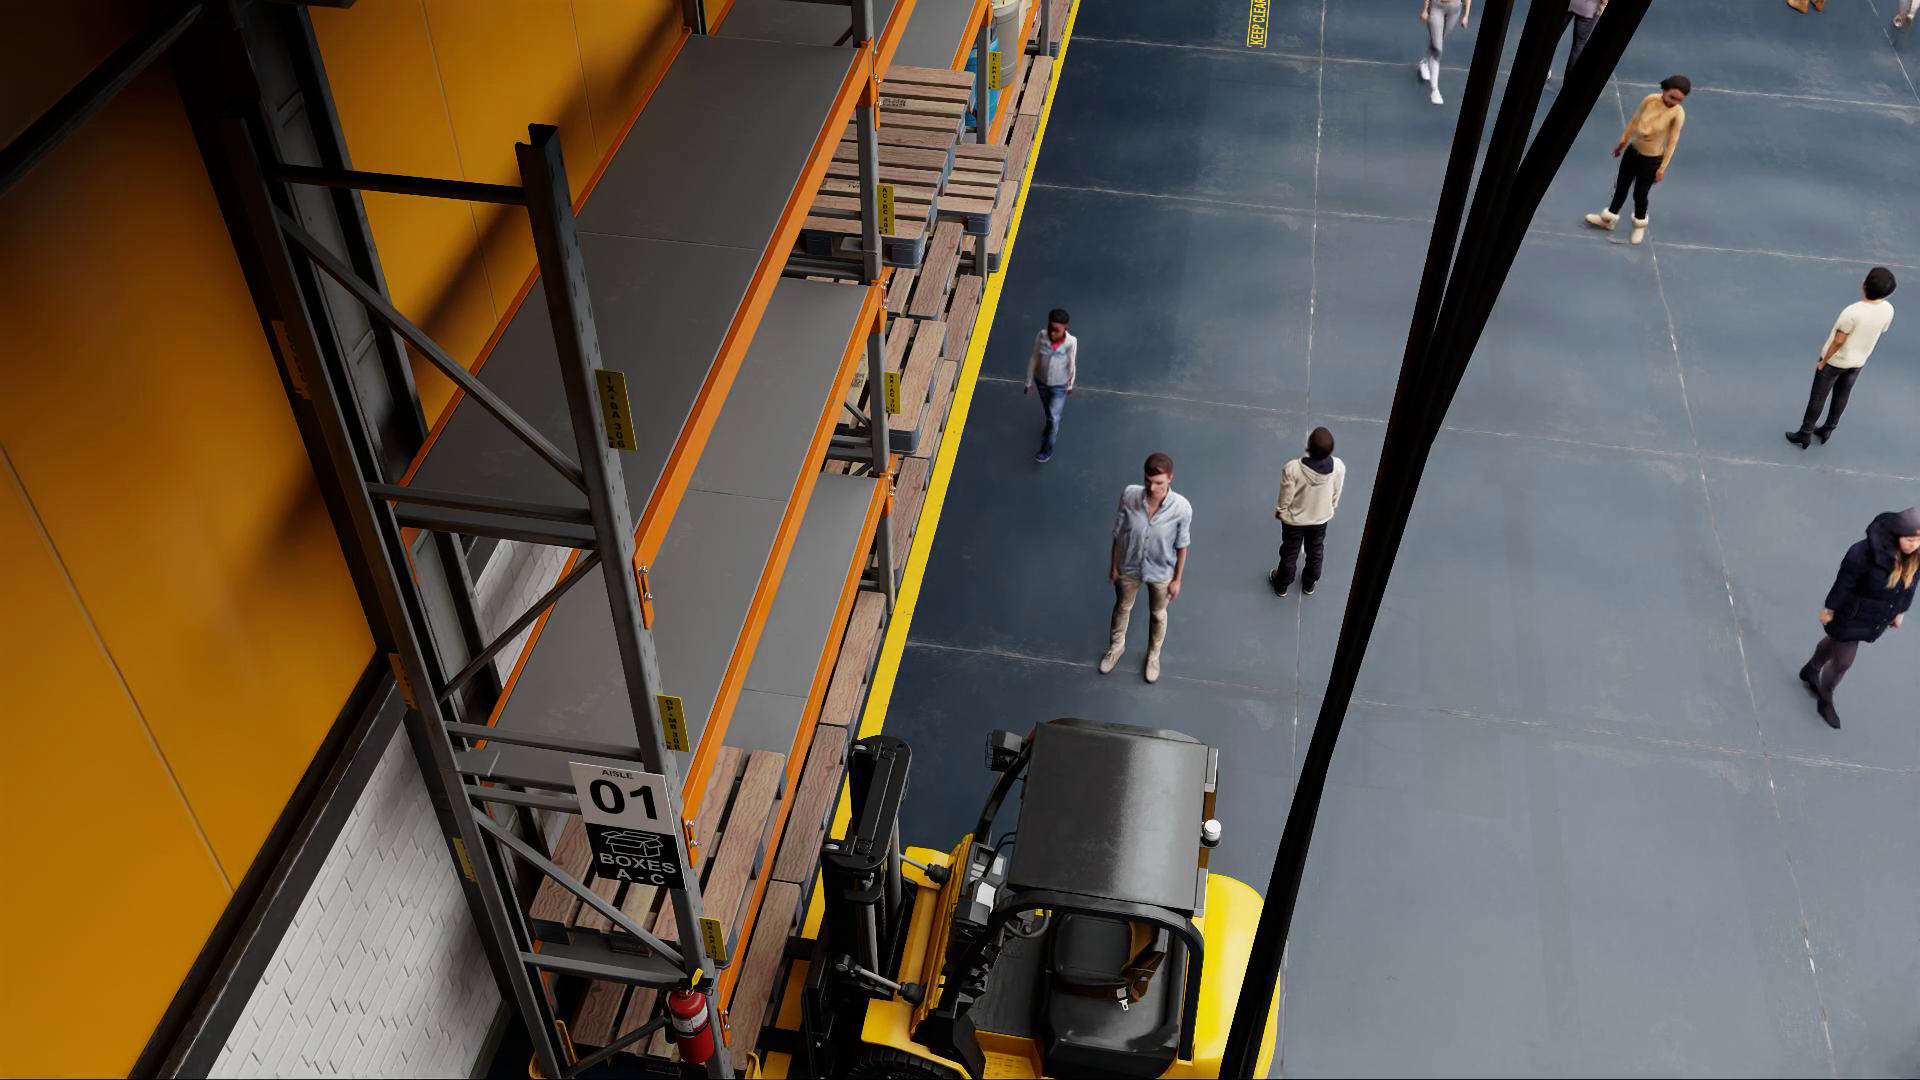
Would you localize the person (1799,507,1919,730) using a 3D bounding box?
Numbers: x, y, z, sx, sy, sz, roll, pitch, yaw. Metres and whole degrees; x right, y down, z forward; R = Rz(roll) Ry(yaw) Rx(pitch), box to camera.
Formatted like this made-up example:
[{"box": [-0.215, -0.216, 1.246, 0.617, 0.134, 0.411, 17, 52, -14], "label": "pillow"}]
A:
[{"box": [5.707, 0.373, 10.616, 0.829, 1.661, 0.915, -8, 44, -9], "label": "person"}]

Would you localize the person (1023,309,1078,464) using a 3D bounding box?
[{"box": [0.726, -1.258, 12.635, 0.643, 1.237, 0.841, 21, 48, 21], "label": "person"}]

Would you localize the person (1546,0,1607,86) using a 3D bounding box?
[{"box": [6.141, -5.352, 16.491, 0.748, 1.845, 0.736, 30, 51, 28], "label": "person"}]

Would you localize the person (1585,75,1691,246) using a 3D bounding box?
[{"box": [5.984, -3.381, 14.577, 0.919, 1.632, 0.794, -9, 44, -9], "label": "person"}]

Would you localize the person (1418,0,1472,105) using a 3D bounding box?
[{"box": [4.803, -5.274, 16.548, 0.753, 1.655, 1.156, -2, 44, -2], "label": "person"}]

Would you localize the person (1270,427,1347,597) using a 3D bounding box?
[{"box": [2.372, -0.189, 11.352, 0.622, 1.458, 0.590, -2, 44, -2], "label": "person"}]

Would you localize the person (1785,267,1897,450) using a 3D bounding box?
[{"box": [6.636, -1.360, 12.488, 0.653, 1.587, 0.609, -9, 44, -9], "label": "person"}]

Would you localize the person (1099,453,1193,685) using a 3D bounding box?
[{"box": [1.203, 0.164, 10.700, 0.675, 1.847, 0.591, 13, 45, 13], "label": "person"}]
